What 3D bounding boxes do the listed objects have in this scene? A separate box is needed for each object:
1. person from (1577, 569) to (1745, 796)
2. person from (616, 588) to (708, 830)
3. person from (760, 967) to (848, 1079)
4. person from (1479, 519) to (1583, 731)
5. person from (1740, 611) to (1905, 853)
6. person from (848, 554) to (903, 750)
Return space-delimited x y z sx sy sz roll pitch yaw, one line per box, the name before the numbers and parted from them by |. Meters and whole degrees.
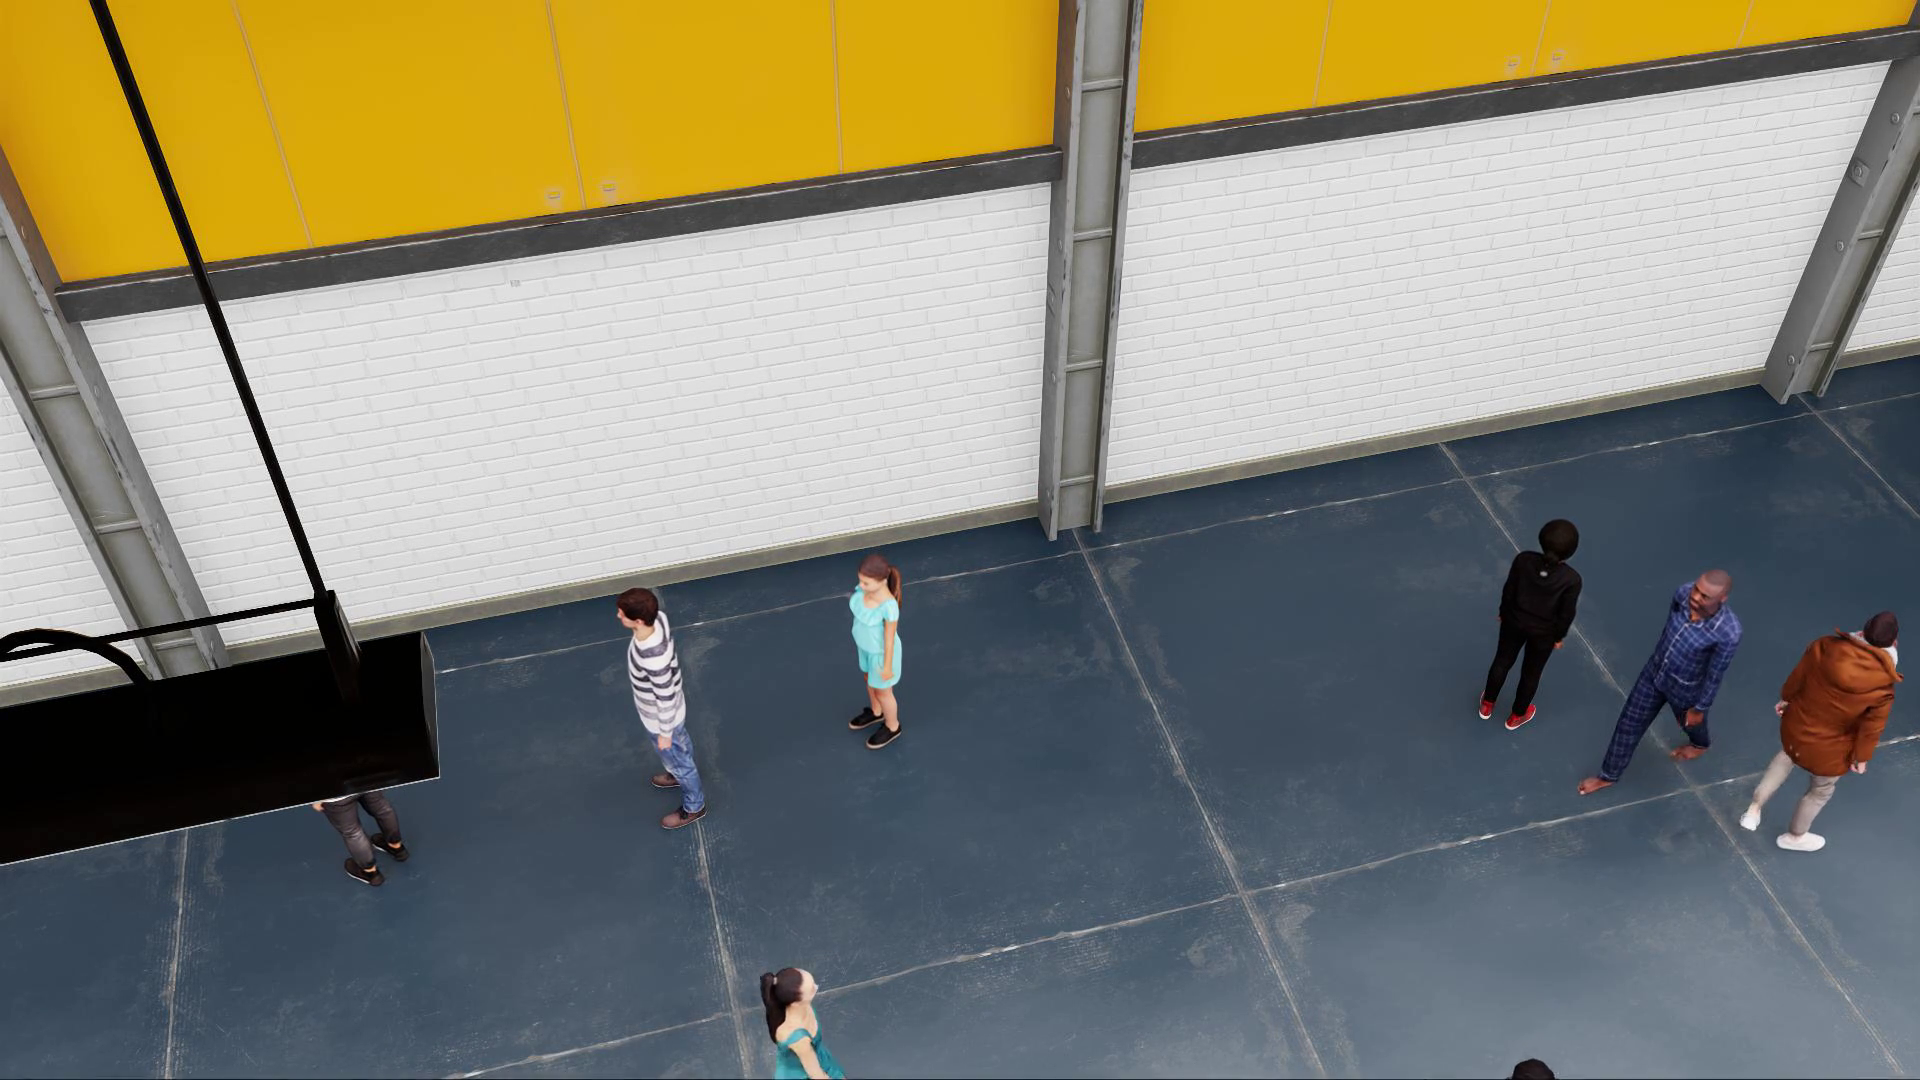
person | 4.307 0.815 9.782 1.246 1.767 0.800 -17 46 -17
person | -1.708 0.949 9.581 0.501 1.852 0.646 -10 45 -10
person | -0.857 2.583 8.011 0.996 1.650 0.592 -7 44 -7
person | 3.493 0.518 10.166 0.675 1.667 0.712 28 50 26
person | 4.824 1.105 9.437 0.815 1.823 0.802 -13 45 -13
person | -0.493 0.644 10.113 0.631 1.559 0.603 -21 47 -20
